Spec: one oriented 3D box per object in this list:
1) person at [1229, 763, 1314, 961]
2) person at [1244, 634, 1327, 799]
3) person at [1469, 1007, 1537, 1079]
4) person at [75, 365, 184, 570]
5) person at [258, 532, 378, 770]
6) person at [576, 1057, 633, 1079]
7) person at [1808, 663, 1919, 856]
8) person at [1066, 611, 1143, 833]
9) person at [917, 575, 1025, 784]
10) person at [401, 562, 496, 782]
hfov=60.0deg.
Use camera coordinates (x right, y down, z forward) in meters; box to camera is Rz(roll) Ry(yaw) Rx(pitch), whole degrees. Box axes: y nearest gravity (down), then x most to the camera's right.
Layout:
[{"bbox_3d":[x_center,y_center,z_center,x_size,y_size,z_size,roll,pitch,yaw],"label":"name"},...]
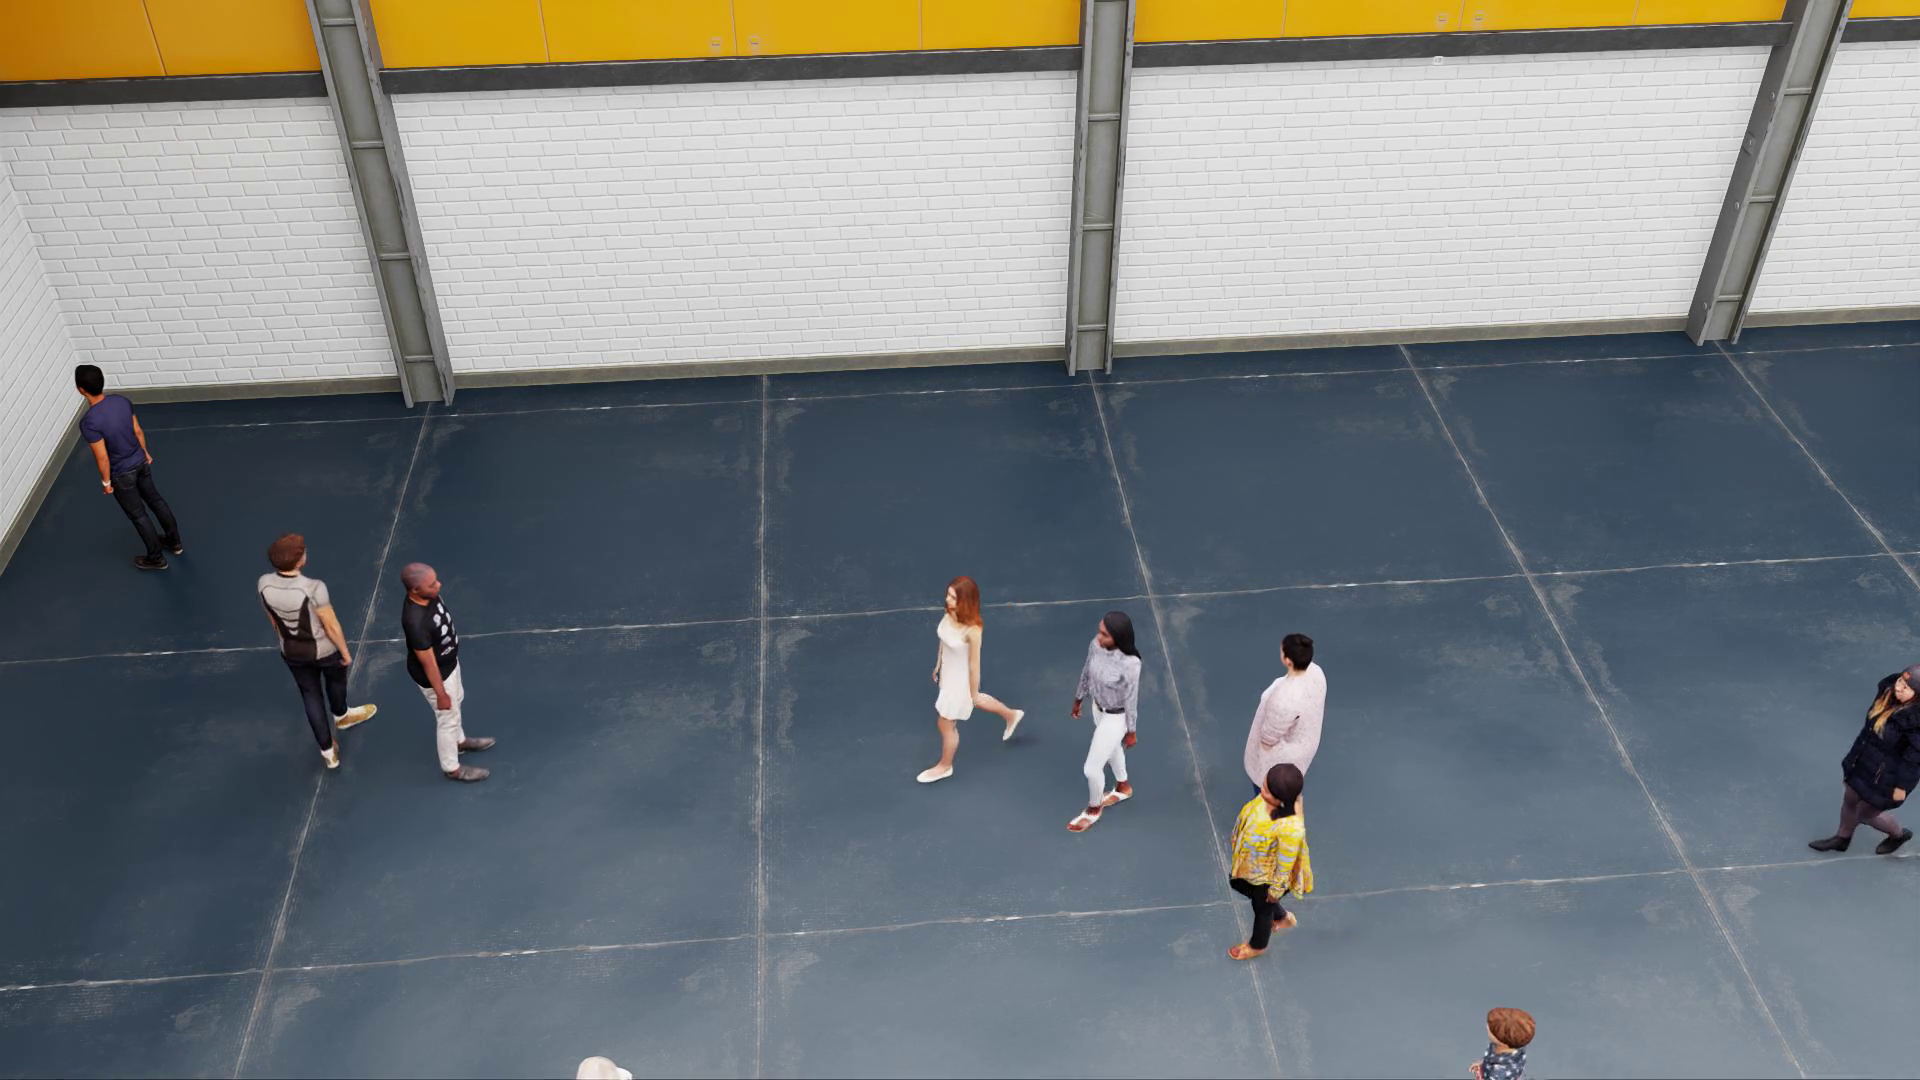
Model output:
[{"bbox_3d":[1.888,1.891,9.751,0.706,1.646,0.676,-3,39,-3],"label":"person"},{"bbox_3d":[2.053,1.275,10.444,0.856,1.744,0.789,30,47,32],"label":"person"},{"bbox_3d":[2.837,2.927,8.646,1.017,1.406,0.920,24,45,27],"label":"person"},{"bbox_3d":[-6.367,-0.557,12.701,0.664,1.790,0.716,11,40,14],"label":"person"},{"bbox_3d":[-4.309,0.756,11.003,0.838,1.858,0.838,-3,39,-4],"label":"person"},{"bbox_3d":[-1.657,3.089,8.122,0.592,1.808,0.698,6,39,7],"label":"person"},{"bbox_3d":[5.832,1.398,10.352,0.845,1.668,0.710,1,39,1],"label":"person"},{"bbox_3d":[1.044,1.107,10.685,0.915,1.705,0.803,-18,42,-21],"label":"person"},{"bbox_3d":[0.073,0.871,10.996,1.129,1.686,0.773,-15,41,-18],"label":"person"},{"bbox_3d":[-3.444,0.851,10.929,0.620,1.801,0.668,-6,39,-7],"label":"person"}]
